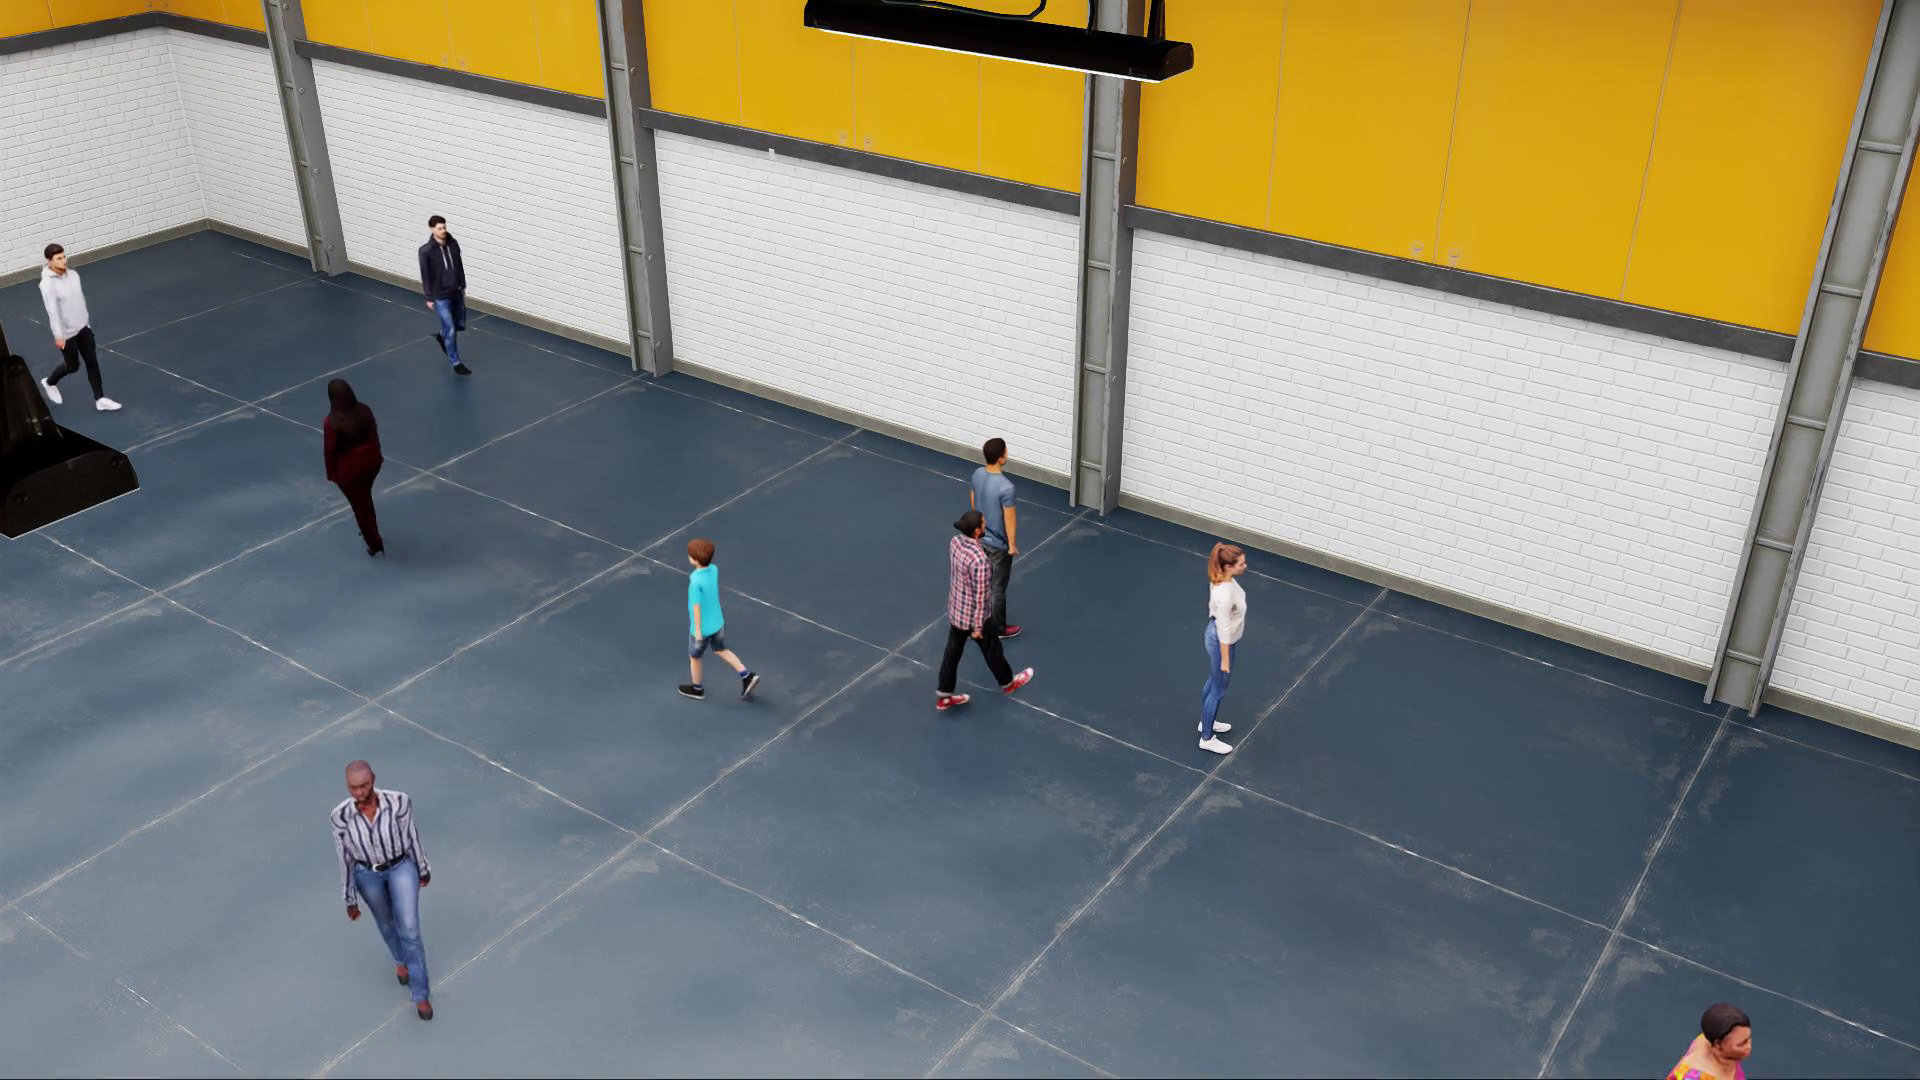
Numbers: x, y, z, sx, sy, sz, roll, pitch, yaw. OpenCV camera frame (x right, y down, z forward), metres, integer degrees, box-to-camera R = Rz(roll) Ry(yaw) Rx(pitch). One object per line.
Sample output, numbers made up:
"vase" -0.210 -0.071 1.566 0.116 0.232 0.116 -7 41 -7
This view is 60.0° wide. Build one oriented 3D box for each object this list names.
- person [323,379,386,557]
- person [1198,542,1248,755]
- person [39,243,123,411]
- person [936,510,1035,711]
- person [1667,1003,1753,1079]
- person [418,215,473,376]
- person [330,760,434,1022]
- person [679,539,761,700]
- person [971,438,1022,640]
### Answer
"person" -5.416 -0.627 15.129 0.700 1.740 0.697 15 32 26
"person" 1.972 0.790 12.554 0.677 1.719 0.688 3 29 6
"person" -9.701 -2.291 18.006 1.188 1.907 0.932 7 29 13
"person" 0.012 0.582 12.932 1.007 1.723 1.120 -18 33 -30
"person" 3.712 3.016 8.537 1.073 1.658 0.749 24 37 36
"person" -5.921 -2.829 19.024 1.018 1.876 0.749 23 36 36
"person" -3.537 2.034 10.222 0.969 1.768 1.064 -9 30 -16
"person" -1.930 0.650 13.112 0.944 1.430 0.657 11 30 19
"person" 0.277 -0.026 13.954 0.764 1.810 0.582 -21 35 -34
